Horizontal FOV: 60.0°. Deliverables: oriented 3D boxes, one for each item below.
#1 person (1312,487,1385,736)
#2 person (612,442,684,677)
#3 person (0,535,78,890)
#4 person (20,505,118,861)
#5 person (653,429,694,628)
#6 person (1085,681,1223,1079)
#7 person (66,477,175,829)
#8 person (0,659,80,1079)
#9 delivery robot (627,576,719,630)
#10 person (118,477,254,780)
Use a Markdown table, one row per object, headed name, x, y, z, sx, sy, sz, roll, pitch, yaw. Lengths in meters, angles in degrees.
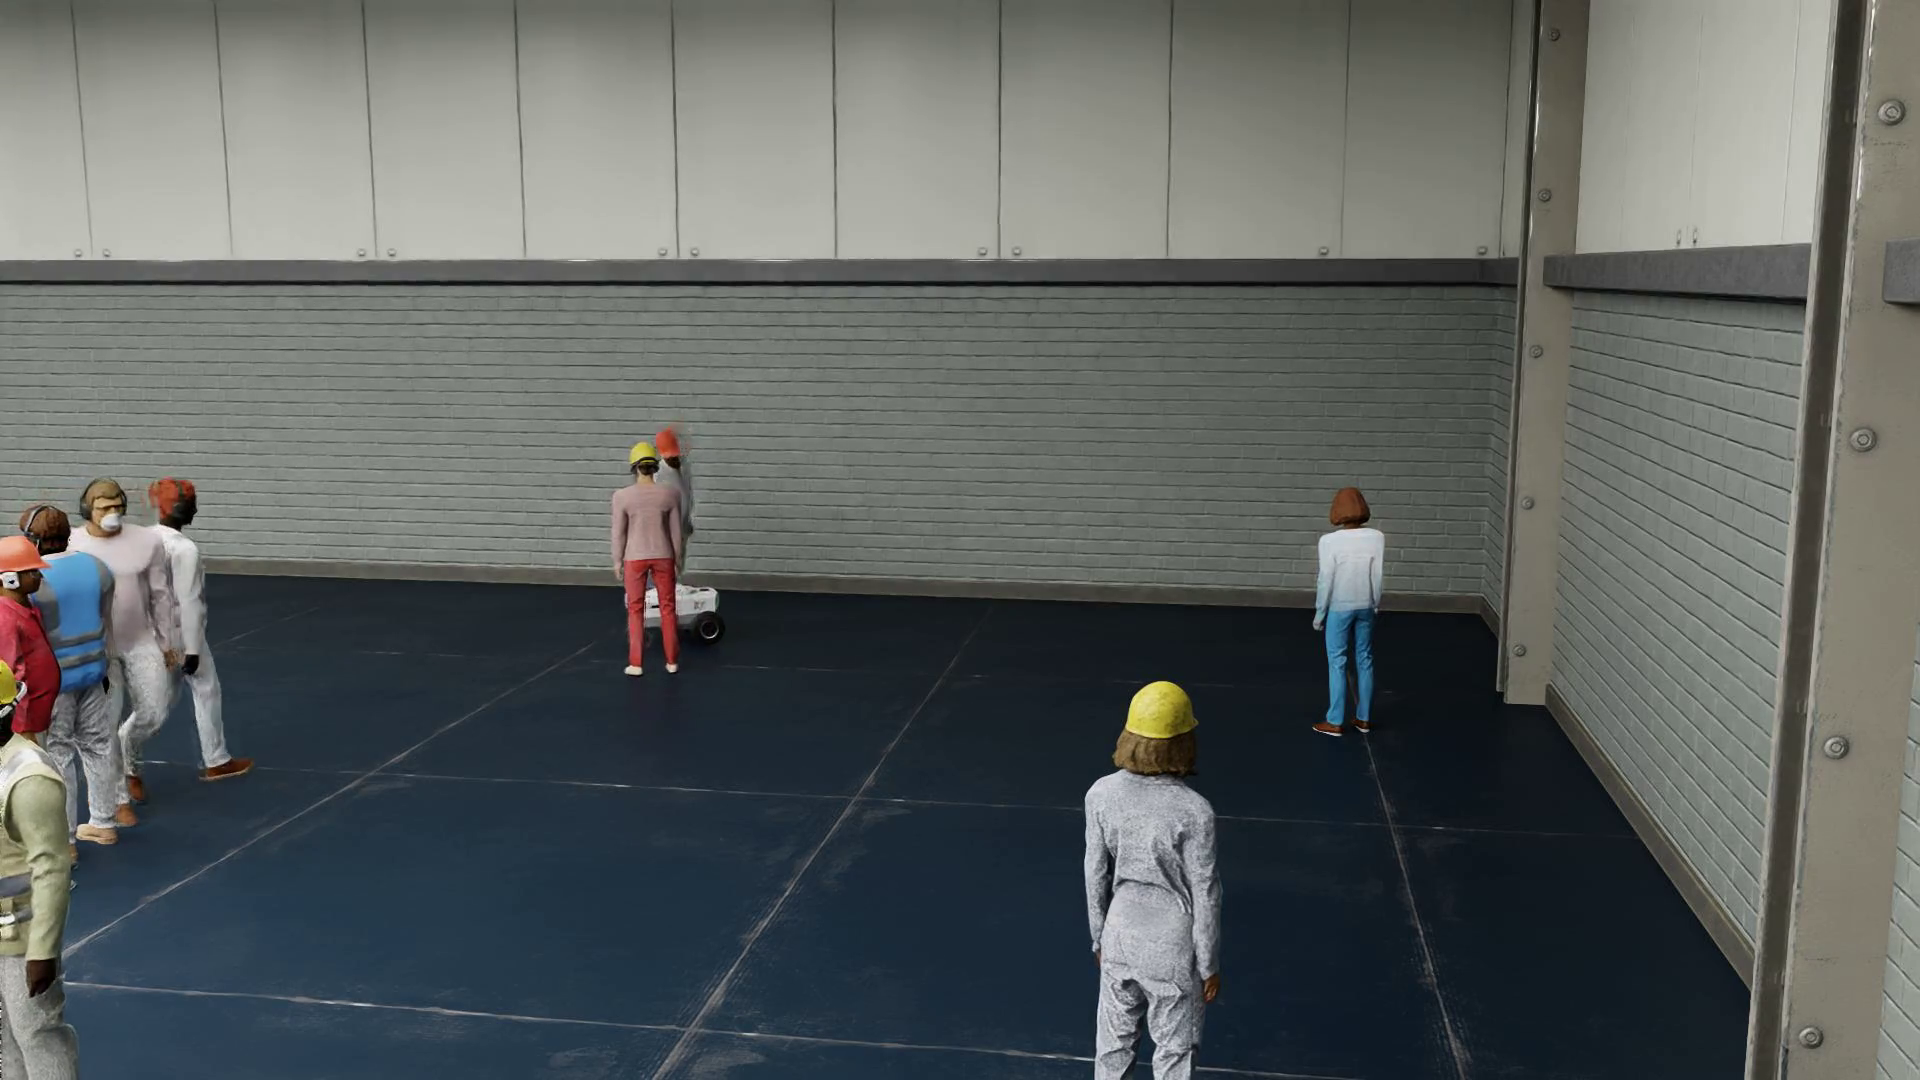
| name | x | y | z | sx | sy | sz | roll | pitch | yaw |
| --- | --- | --- | --- | --- | --- | --- | --- | --- | --- |
| person | 2.535 | 0.468 | 10.865 | 0.498 | 1.633 | 0.289 | -4 | 10 | -22 |
| person | -2.337 | 0.144 | 12.492 | 0.537 | 1.757 | 0.357 | -3 | 10 | -18 |
| person | -4.565 | 0.847 | 8.145 | 0.320 | 1.755 | 0.563 | -4 | 10 | -25 |
| person | -4.653 | 0.734 | 8.583 | 0.429 | 1.845 | 0.621 | 3 | 10 | 19 |
| person | -2.427 | -0.118 | 14.273 | 0.343 | 1.702 | 0.684 | 4 | 10 | 23 |
| person | 0.629 | 1.308 | 5.342 | 0.483 | 1.745 | 0.300 | 7 | 12 | 38 |
| person | -4.625 | 0.608 | 9.089 | 0.656 | 1.923 | 0.441 | -9 | 13 | -43 |
| person | -3.120 | 1.251 | 5.415 | 0.591 | 1.833 | 0.404 | 7 | 11 | 35 |
| delivery robot | -2.336 | 0.527 | 13.529 | 0.707 | 0.478 | 0.477 | -4 | 10 | -22 |
| person | -4.605 | 0.556 | 9.660 | 0.591 | 1.859 | 0.835 | 6 | 11 | 35 |
